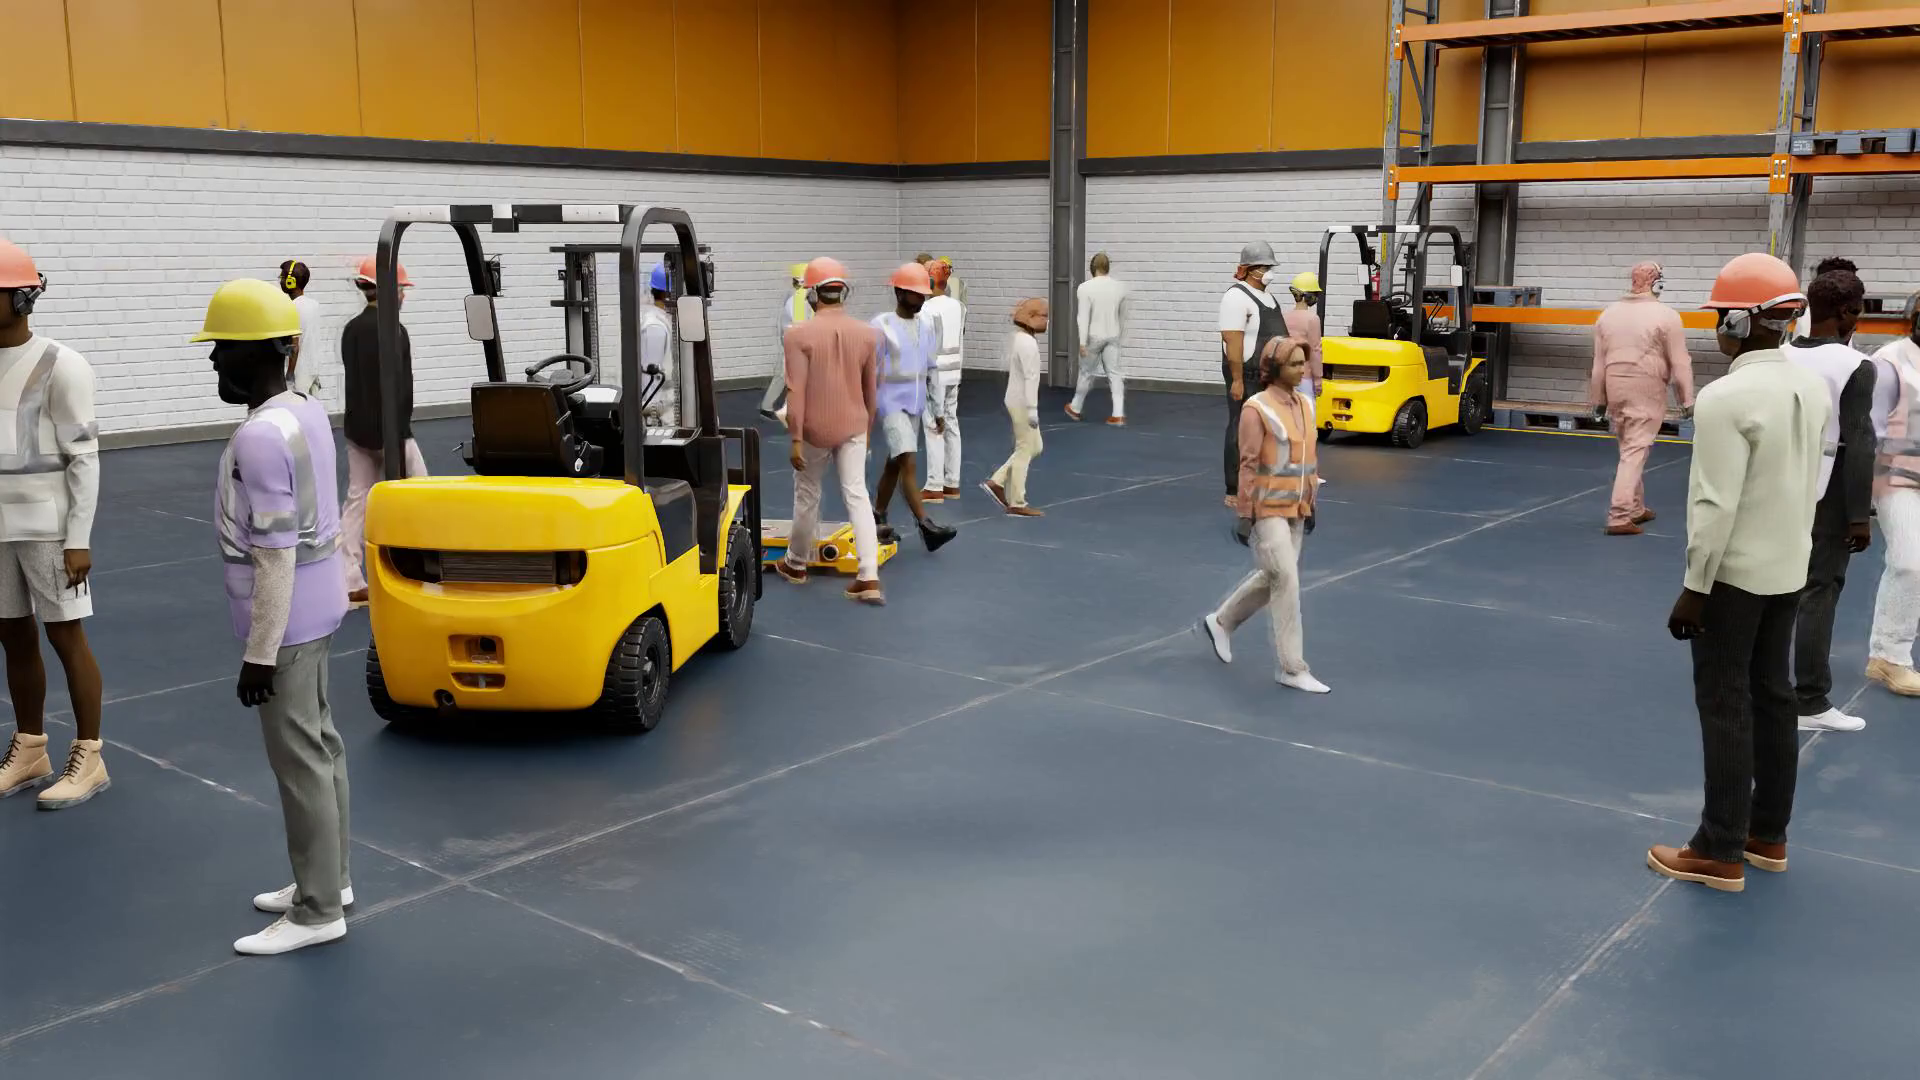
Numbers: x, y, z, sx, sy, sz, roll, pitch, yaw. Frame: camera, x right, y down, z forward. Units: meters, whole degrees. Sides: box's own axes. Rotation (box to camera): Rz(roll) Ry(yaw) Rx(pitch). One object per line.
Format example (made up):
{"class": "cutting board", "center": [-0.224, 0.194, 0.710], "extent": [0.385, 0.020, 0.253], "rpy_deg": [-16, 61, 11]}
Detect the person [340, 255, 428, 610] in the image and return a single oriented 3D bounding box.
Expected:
{"class": "person", "center": [-3.134, -0.612, 9.329], "extent": [0.649, 1.946, 0.981], "rpy_deg": [8, 13, 38]}

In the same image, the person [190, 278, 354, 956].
{"class": "person", "center": [-1.954, 0.223, 4.779], "extent": [0.363, 1.928, 0.587], "rpy_deg": [-2, 10, -12]}

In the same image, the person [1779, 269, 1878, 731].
{"class": "person", "center": [3.551, -0.162, 6.952], "extent": [0.392, 1.915, 0.590], "rpy_deg": [-3, 11, -17]}

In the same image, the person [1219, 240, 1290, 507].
{"class": "person", "center": [2.280, -1.267, 12.721], "extent": [0.539, 2.000, 0.688], "rpy_deg": [6, 12, 31]}

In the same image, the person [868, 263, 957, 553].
{"class": "person", "center": [-0.310, -0.865, 10.937], "extent": [0.989, 1.875, 0.559], "rpy_deg": [10, 14, 43]}

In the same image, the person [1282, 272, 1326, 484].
{"class": "person", "center": [2.863, -1.351, 13.945], "extent": [0.314, 1.769, 0.524], "rpy_deg": [-5, 11, -26]}

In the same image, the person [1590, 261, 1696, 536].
{"class": "person", "center": [4.807, -0.976, 11.545], "extent": [0.804, 1.880, 0.650], "rpy_deg": [-5, 11, -26]}

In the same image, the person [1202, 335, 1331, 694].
{"class": "person", "center": [1.419, -0.142, 7.673], "extent": [0.522, 1.616, 0.740], "rpy_deg": [-10, 14, -43]}

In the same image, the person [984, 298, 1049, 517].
{"class": "person", "center": [0.449, -0.968, 12.224], "extent": [0.399, 1.616, 0.512], "rpy_deg": [0, 10, -2]}

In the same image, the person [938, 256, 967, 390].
{"class": "person", "center": [-0.193, -2.928, 22.530], "extent": [0.586, 1.823, 0.403], "rpy_deg": [-4, 11, -23]}

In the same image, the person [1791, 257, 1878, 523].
{"class": "person", "center": [6.120, -1.033, 11.772], "extent": [1.015, 1.907, 0.626], "rpy_deg": [8, 13, 38]}

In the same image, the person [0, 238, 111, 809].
{"class": "person", "center": [-3.362, -0.049, 5.966], "extent": [0.606, 2.044, 0.374], "rpy_deg": [3, 11, 18]}

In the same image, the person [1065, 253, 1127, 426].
{"class": "person", "center": [1.542, -2.228, 18.483], "extent": [0.655, 1.879, 1.035], "rpy_deg": [-5, 11, -24]}

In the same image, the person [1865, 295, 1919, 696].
{"class": "person", "center": [4.345, -0.207, 7.437], "extent": [0.661, 1.823, 0.596], "rpy_deg": [-4, 11, -21]}

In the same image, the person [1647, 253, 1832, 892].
{"class": "person", "center": [2.460, 0.102, 5.258], "extent": [0.618, 1.993, 0.396], "rpy_deg": [-7, 12, -33]}

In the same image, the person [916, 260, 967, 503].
{"class": "person", "center": [-0.181, -1.227, 12.942], "extent": [0.355, 1.882, 0.575], "rpy_deg": [7, 12, 33]}

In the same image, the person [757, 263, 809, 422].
{"class": "person", "center": [-1.834, -2.199, 18.651], "extent": [0.967, 1.780, 0.583], "rpy_deg": [1, 10, 8]}

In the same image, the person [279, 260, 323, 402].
{"class": "person", "center": [-5.365, -1.331, 13.537], "extent": [0.328, 1.876, 0.513], "rpy_deg": [1, 10, 4]}

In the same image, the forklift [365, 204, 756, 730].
{"class": "forklift", "center": [-1.766, -0.406, 7.525], "extent": [1.214, 2.155, 2.313], "rpy_deg": [1, 10, 7]}

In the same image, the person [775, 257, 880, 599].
{"class": "person", "center": [-0.737, -0.642, 9.550], "extent": [0.645, 1.937, 1.053], "rpy_deg": [-6, 12, -31]}

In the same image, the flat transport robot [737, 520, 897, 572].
{"class": "flat transport robot", "center": [-1.167, 0.021, 10.487], "extent": [1.431, 0.197, 0.652], "rpy_deg": [2, 10, 11]}

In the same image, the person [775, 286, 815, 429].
{"class": "person", "center": [-1.623, -2.017, 17.515], "extent": [0.681, 1.813, 0.666], "rpy_deg": [-6, 12, -31]}

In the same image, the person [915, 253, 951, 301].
{"class": "person", "center": [-0.411, -2.458, 19.770], "extent": [0.653, 1.890, 1.033], "rpy_deg": [1, 10, 8]}

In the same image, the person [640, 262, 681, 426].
{"class": "person", "center": [-1.809, -0.791, 10.460], "extent": [0.934, 1.888, 0.732], "rpy_deg": [-2, 10, -11]}

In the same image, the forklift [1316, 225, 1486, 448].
{"class": "forklift", "center": [4.449, -2.115, 16.993], "extent": [1.214, 2.155, 2.313], "rpy_deg": [8, 13, 38]}
